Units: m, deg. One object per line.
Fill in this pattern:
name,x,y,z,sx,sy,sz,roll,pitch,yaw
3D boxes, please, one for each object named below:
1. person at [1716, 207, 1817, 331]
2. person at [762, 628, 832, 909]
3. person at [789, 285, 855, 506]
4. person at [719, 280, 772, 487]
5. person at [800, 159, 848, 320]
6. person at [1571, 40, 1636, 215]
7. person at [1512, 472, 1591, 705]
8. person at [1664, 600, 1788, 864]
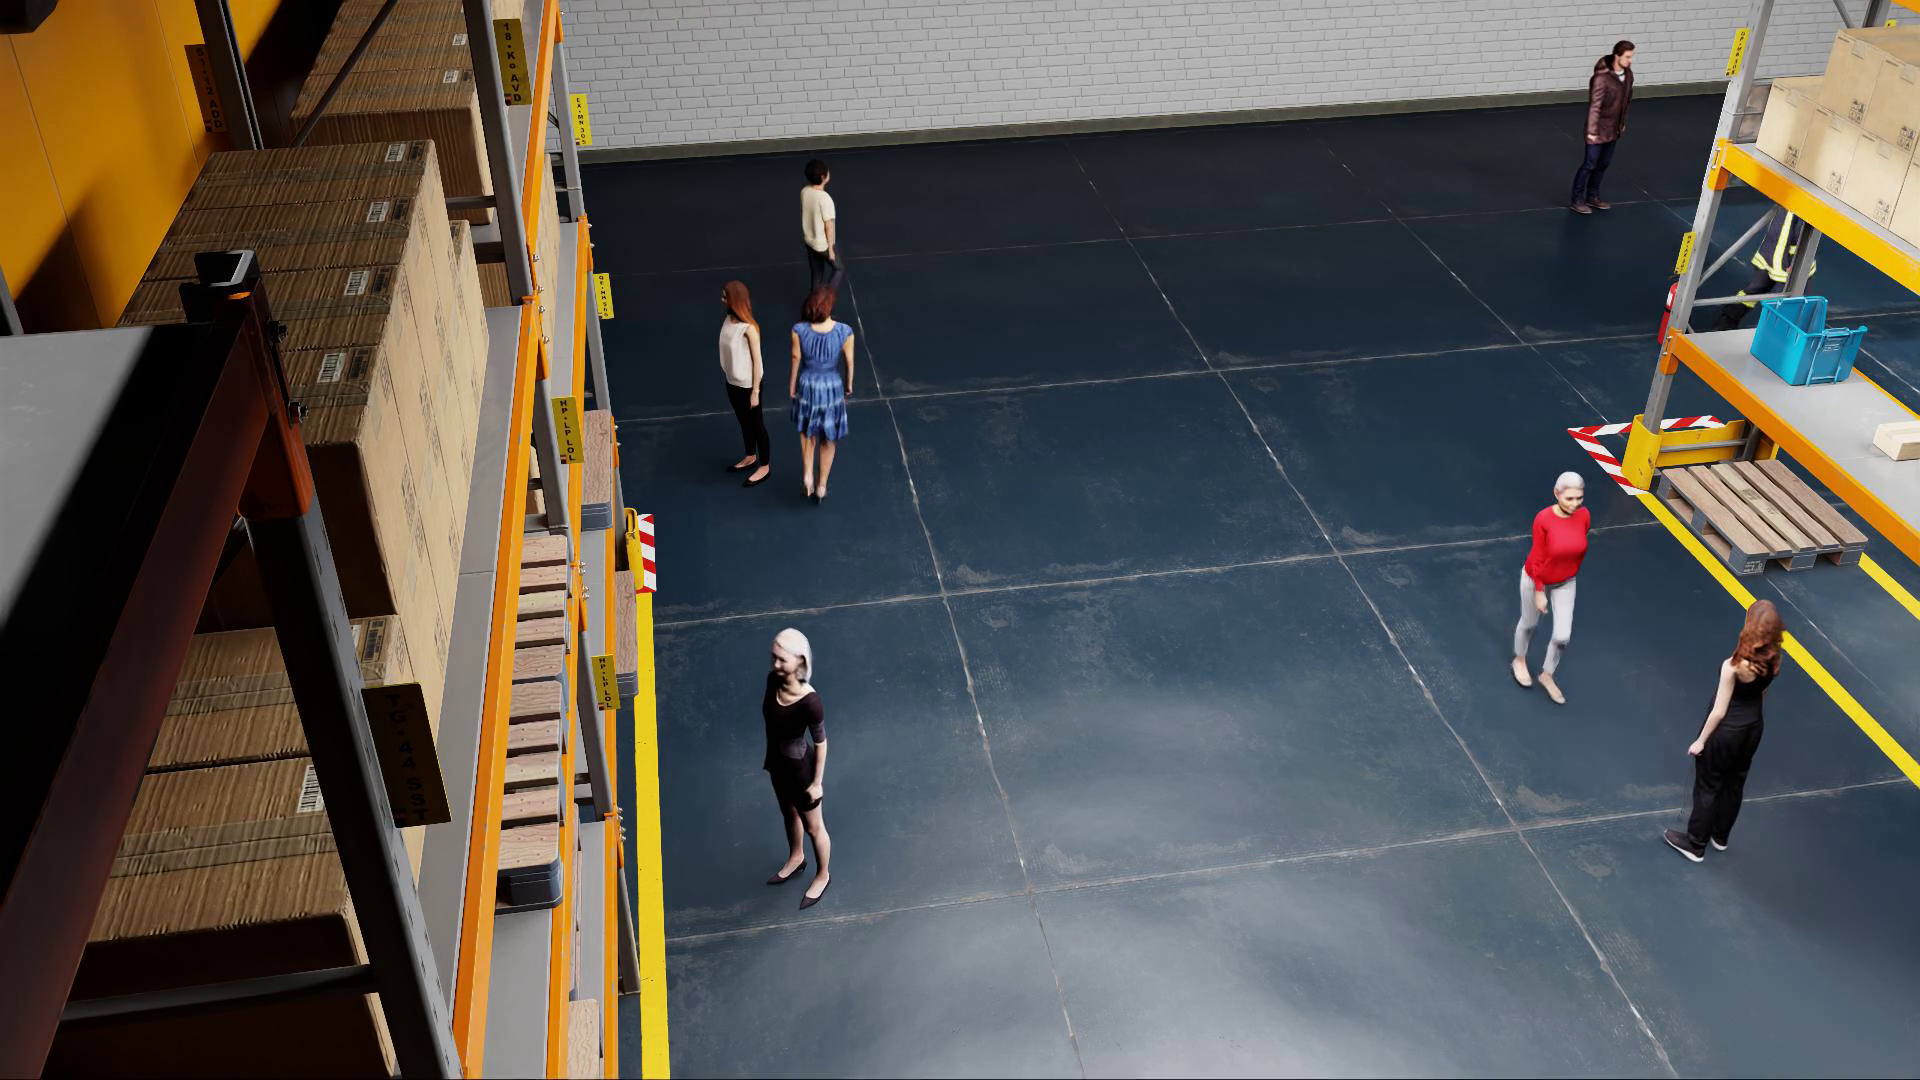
person,7.379,-2.642,14.974,0.872,1.831,1.073,-3,34,-4
person,-0.899,1.250,9.125,0.719,1.825,0.616,-29,43,-36
person,-1.048,-1.023,12.585,0.734,1.779,0.727,-1,34,-2
person,-1.671,-1.235,12.959,0.711,1.720,0.579,-22,39,-29
person,-1.332,-2.712,15.310,0.756,1.577,0.659,-27,42,-34
person,6.795,-4.376,17.573,0.849,1.841,0.831,-21,39,-28
person,3.774,0.230,10.792,0.582,1.677,0.728,-5,34,-7
person,4.388,1.090,9.440,0.630,1.743,0.582,-14,36,-20
